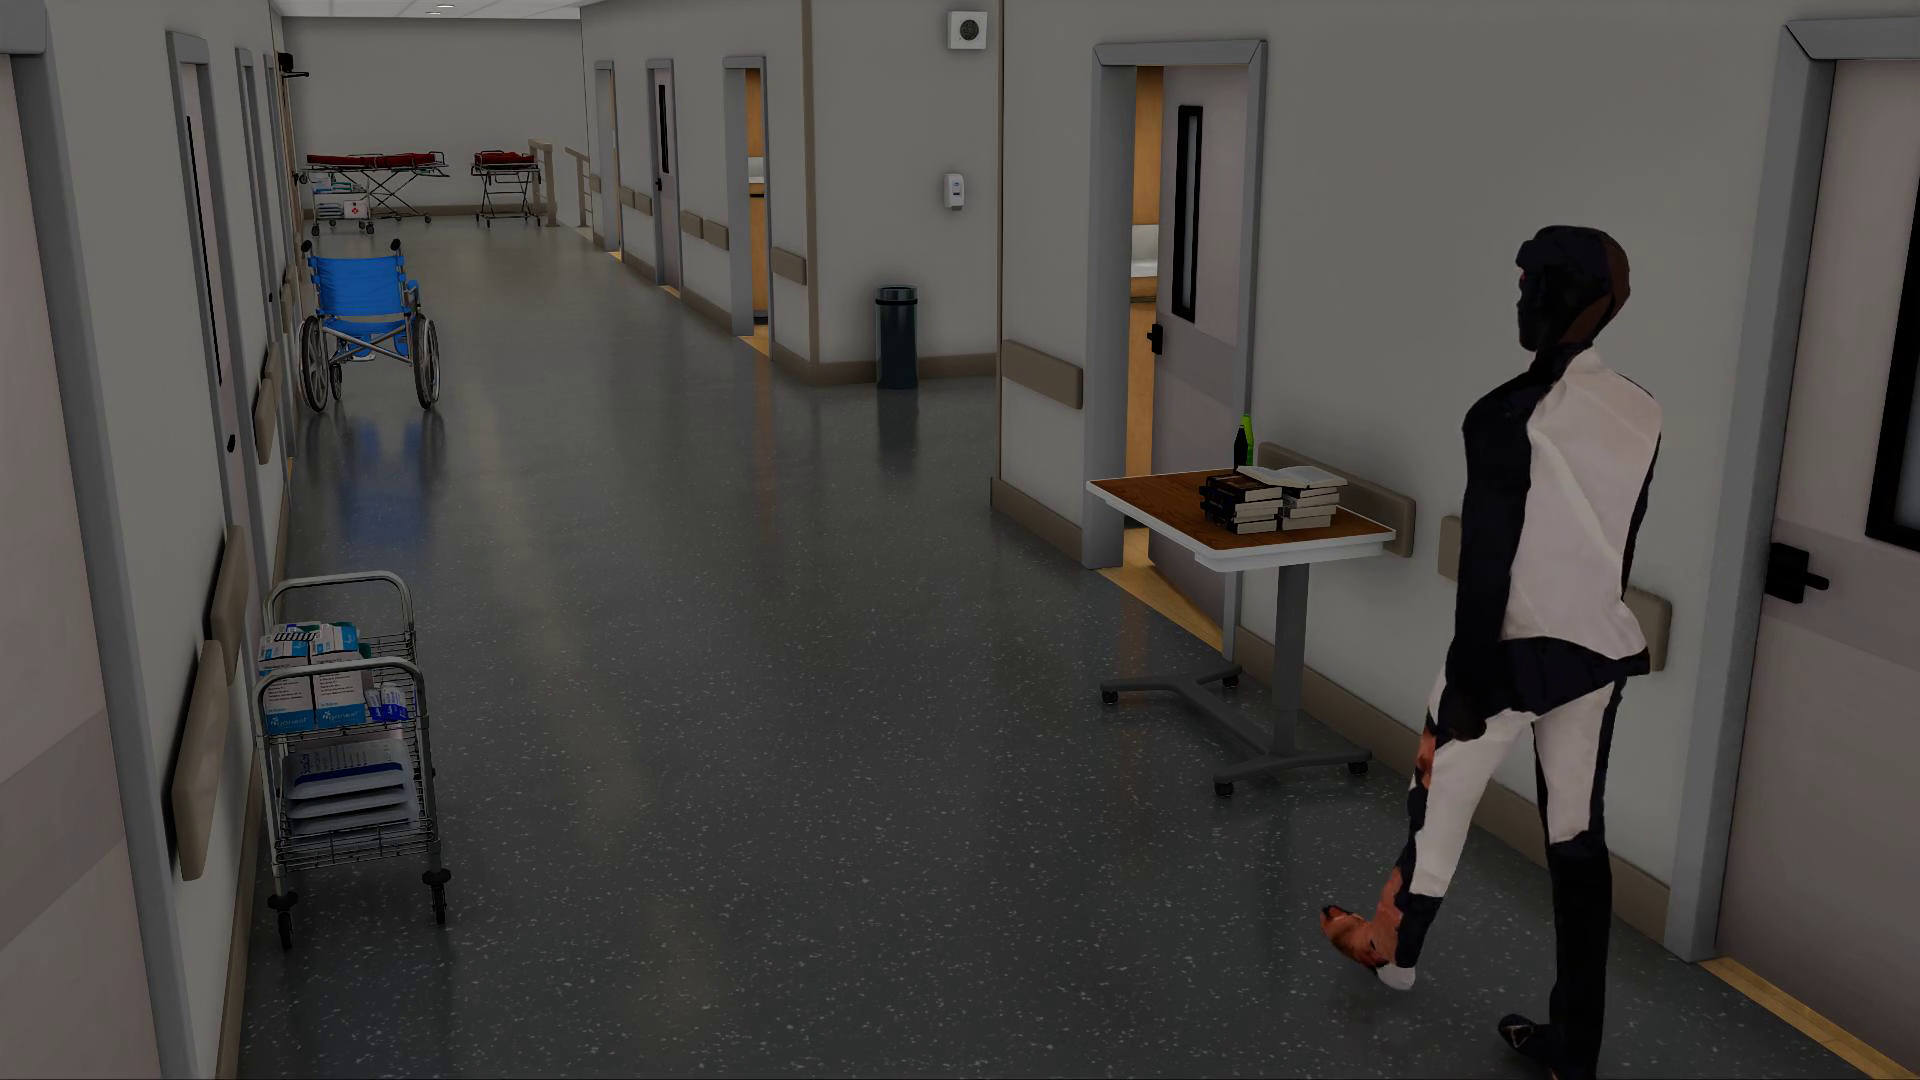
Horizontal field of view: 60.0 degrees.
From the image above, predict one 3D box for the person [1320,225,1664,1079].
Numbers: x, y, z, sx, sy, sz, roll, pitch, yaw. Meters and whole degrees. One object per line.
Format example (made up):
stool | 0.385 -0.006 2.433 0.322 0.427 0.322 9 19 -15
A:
person | 1.294 0.308 3.566 0.747 1.862 1.021 -7 17 -22
